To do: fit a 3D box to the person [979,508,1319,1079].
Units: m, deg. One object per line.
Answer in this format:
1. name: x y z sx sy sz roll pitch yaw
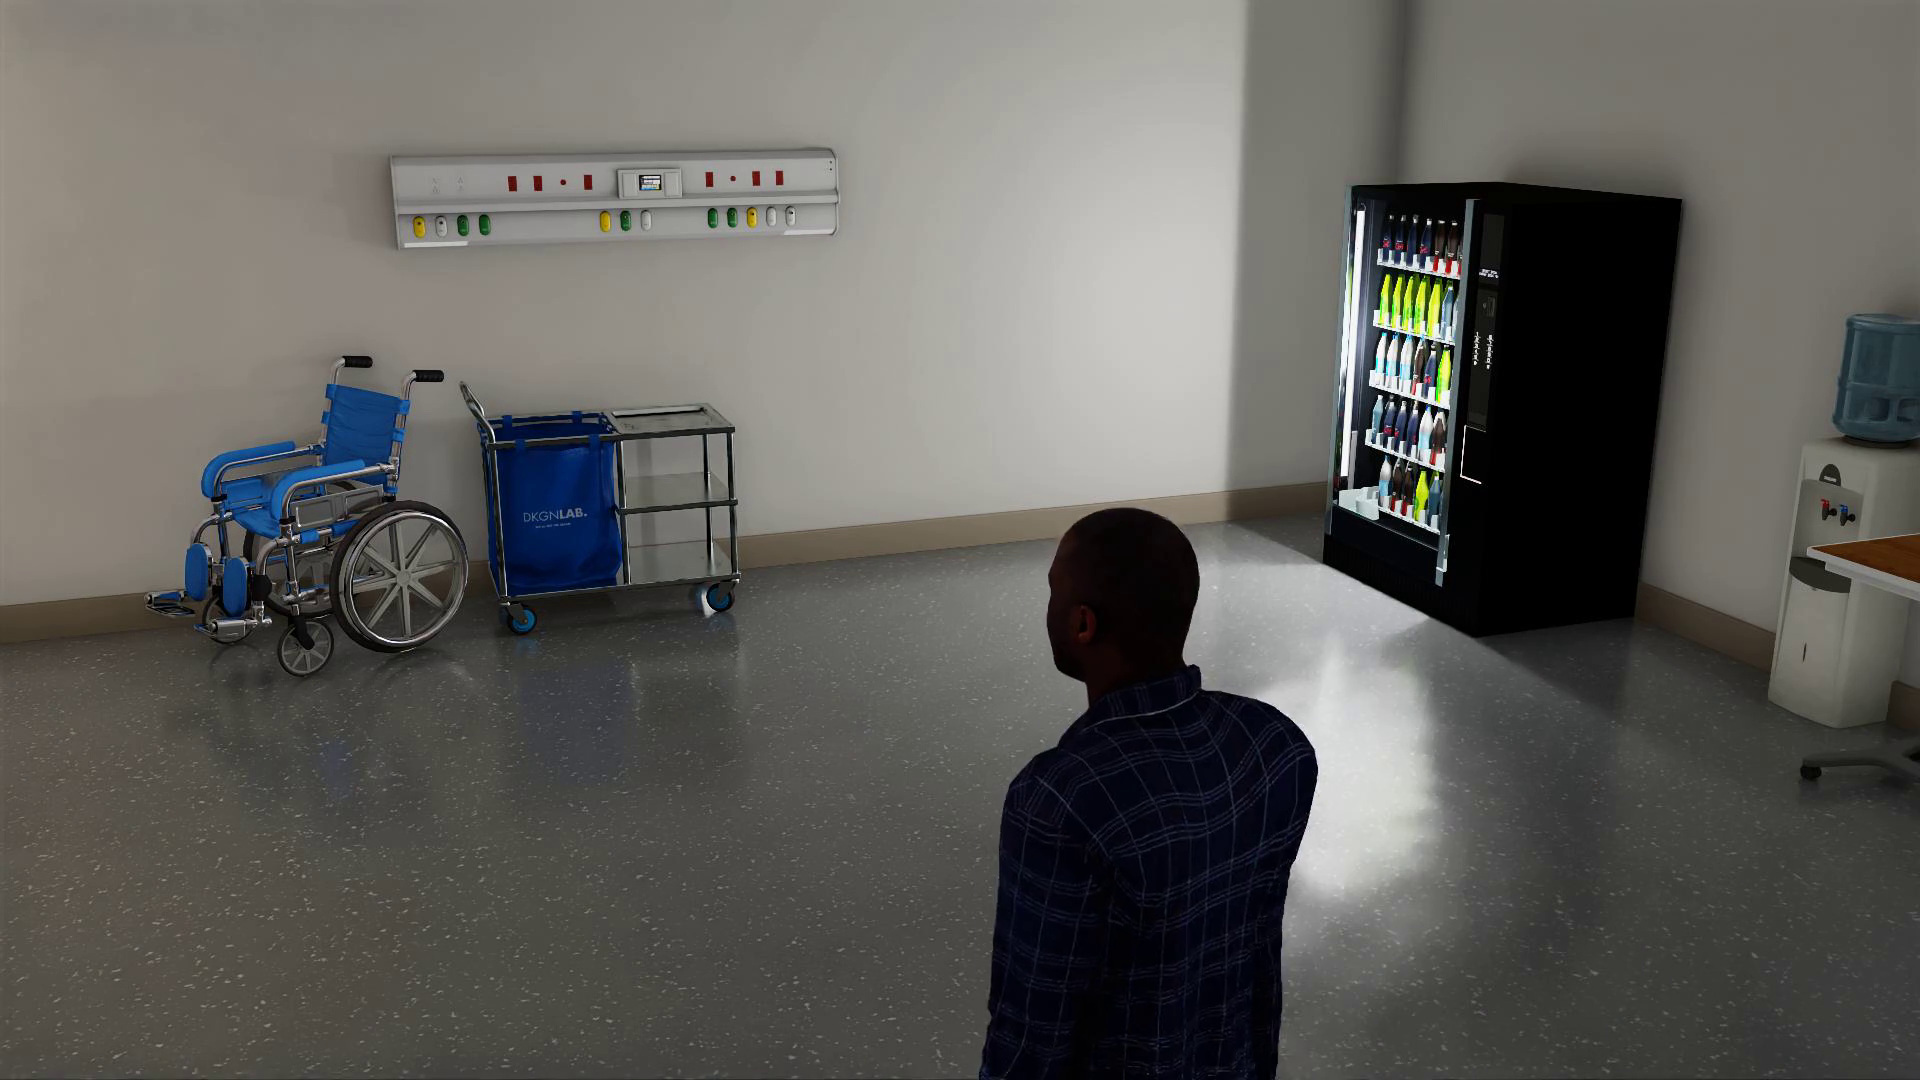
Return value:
1. person: 0.287 0.865 2.226 0.834 1.806 0.934 -12 20 -36
